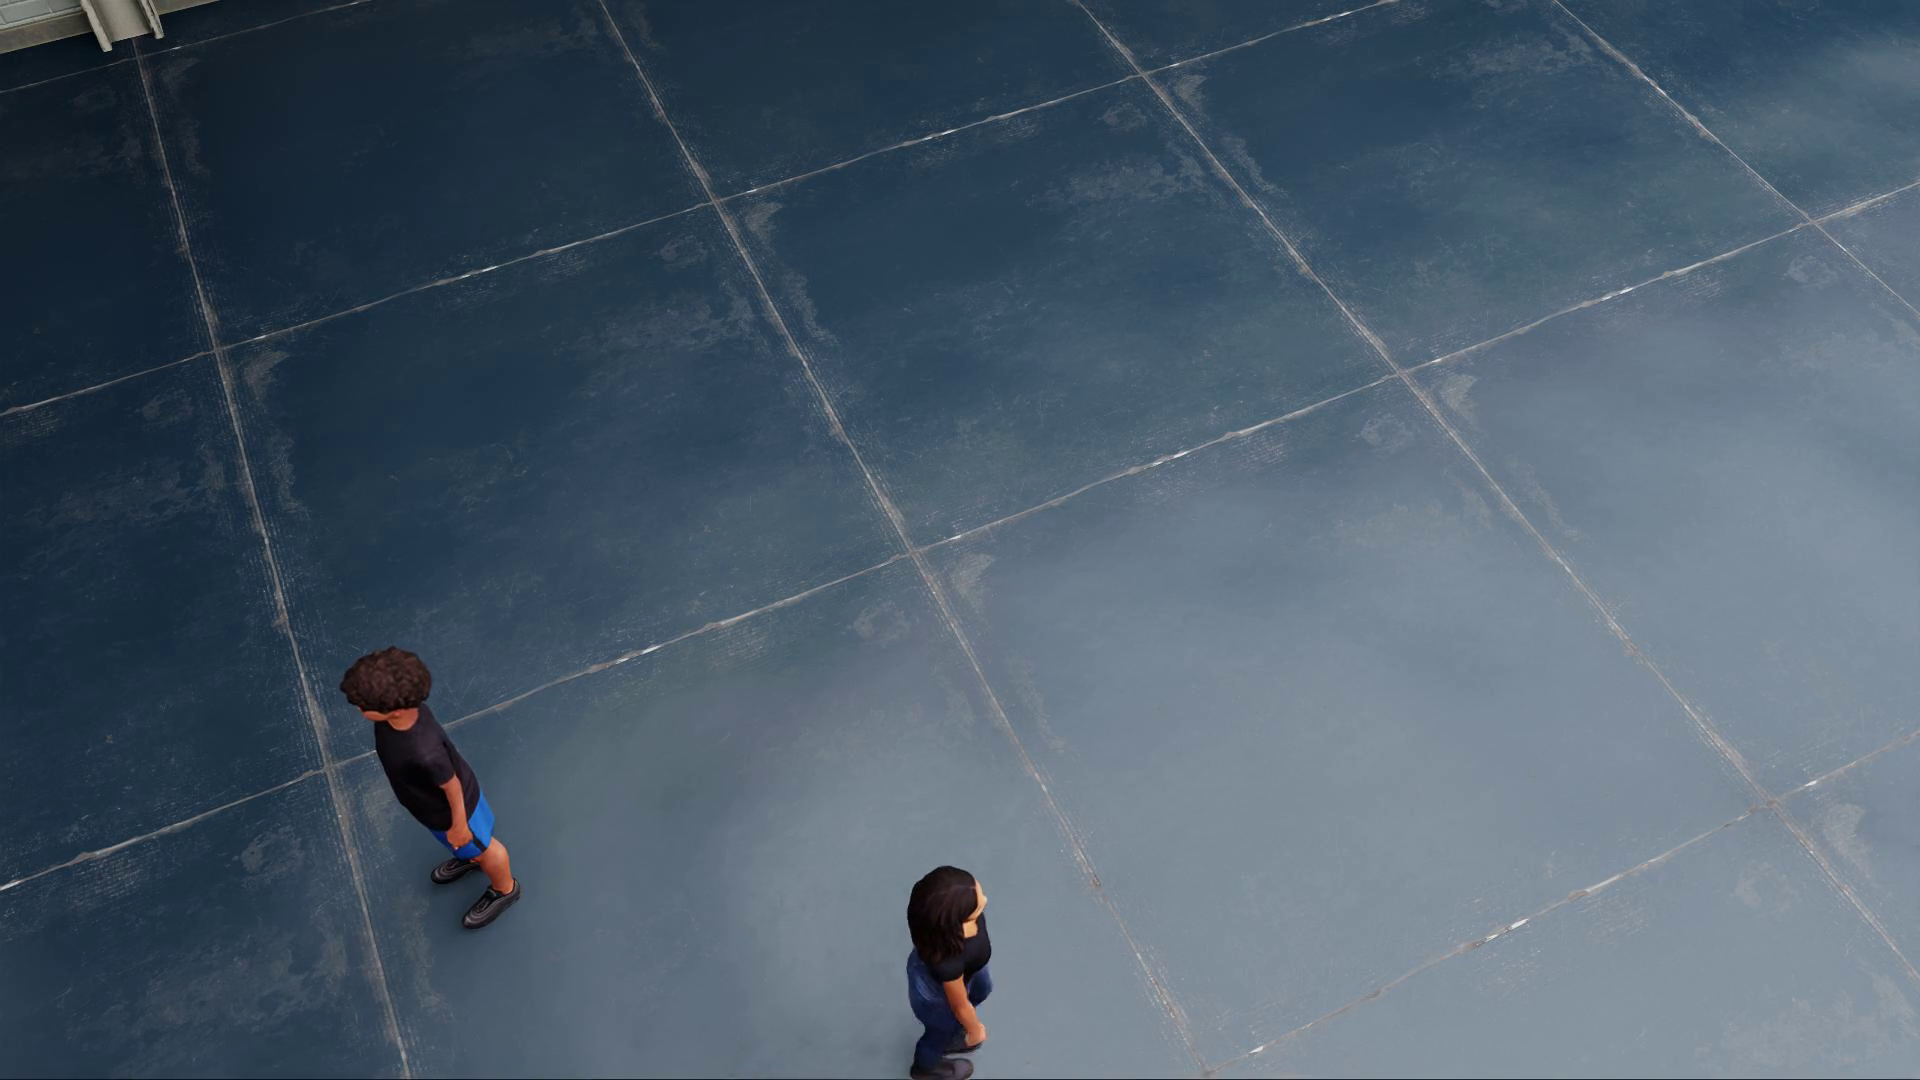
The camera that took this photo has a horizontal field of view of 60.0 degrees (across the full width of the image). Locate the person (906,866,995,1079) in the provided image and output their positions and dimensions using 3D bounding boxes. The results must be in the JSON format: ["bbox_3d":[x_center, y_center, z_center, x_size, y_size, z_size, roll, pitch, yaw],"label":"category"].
[{"bbox_3d":[-0.146,1.680,6.226,0.664,1.723,0.651,-8,53,-6],"label":"person"}]

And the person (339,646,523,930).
[{"bbox_3d":[-2.097,0.999,6.707,0.636,1.797,0.670,-32,59,-22],"label":"person"}]
